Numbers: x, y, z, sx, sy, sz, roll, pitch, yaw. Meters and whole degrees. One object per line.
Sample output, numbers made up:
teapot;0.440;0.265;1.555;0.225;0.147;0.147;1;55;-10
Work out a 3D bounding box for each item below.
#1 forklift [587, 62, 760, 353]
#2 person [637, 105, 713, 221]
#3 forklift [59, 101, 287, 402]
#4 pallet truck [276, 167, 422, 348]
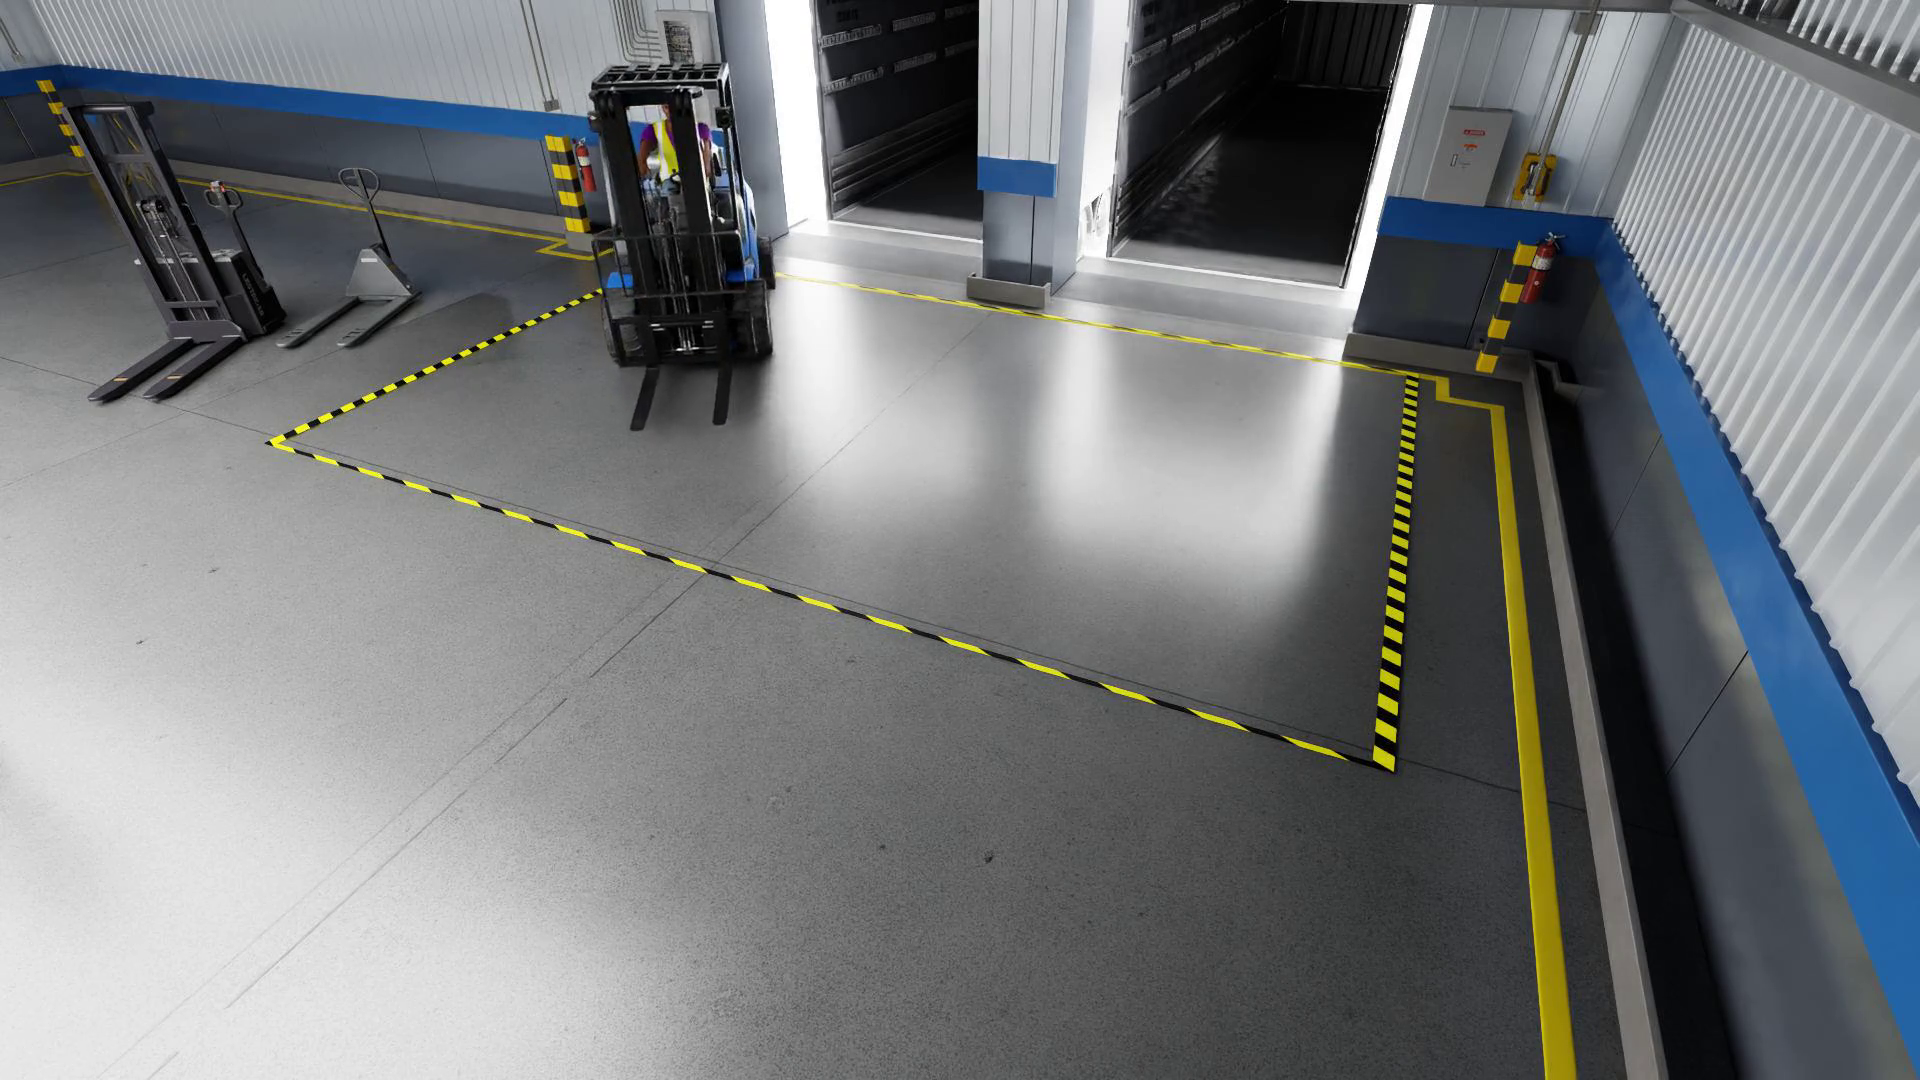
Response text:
forklift;-2.429;-3.003;8.005;1.157;2.036;2.680;-5;35;-7
person;-2.427;-3.122;7.848;0.635;1.294;1.004;-5;35;-7
forklift;-6.686;-2.387;7.434;0.823;1.965;1.885;-3;35;-5
pallet truck;-5.732;-2.611;8.414;0.680;1.201;1.601;-1;35;-1
